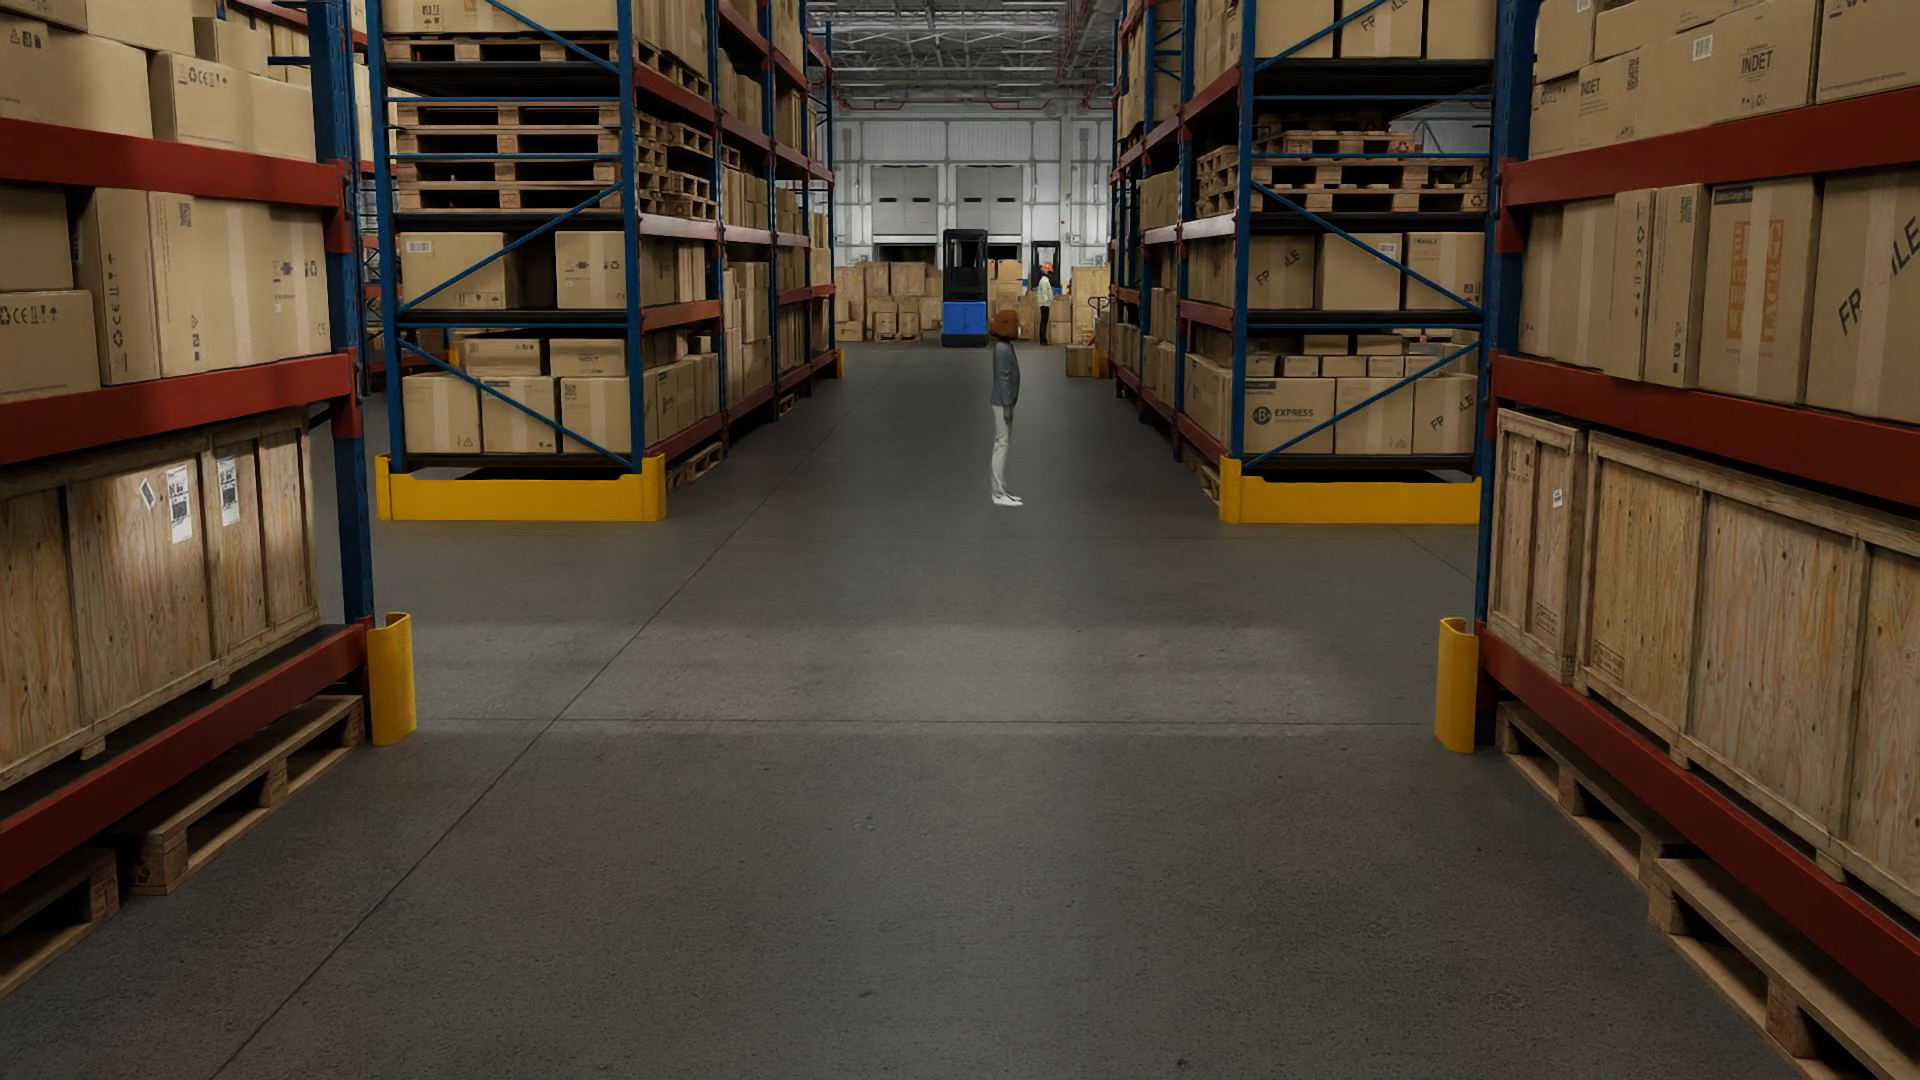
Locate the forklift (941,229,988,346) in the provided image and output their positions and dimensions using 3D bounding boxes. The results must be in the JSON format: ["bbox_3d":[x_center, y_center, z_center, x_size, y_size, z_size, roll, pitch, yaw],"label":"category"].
[{"bbox_3d":[0.124,-6.117,40.203,1.129,2.768,1.873,0,9,1],"label":"forklift"}]

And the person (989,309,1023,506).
[{"bbox_3d":[0.386,-1.102,13.884,0.285,1.636,0.500,0,9,1],"label":"person"}]

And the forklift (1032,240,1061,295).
[{"bbox_3d":[3.172,-9.648,61.356,1.129,2.768,1.873,0,9,1],"label":"forklift"}]

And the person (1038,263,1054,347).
[{"bbox_3d":[2.063,-5.643,40.011,0.376,1.995,0.612,0,9,1],"label":"person"}]

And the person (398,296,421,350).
[{"bbox_3d":[-11.313,-4.677,34.447,1.008,1.913,0.630,5,11,29],"label":"person"}]

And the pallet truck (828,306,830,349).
[{"bbox_3d":[-3.100,-3.940,29.800,1.885,1.965,0.823,3,10,19],"label":"pallet truck"}]
